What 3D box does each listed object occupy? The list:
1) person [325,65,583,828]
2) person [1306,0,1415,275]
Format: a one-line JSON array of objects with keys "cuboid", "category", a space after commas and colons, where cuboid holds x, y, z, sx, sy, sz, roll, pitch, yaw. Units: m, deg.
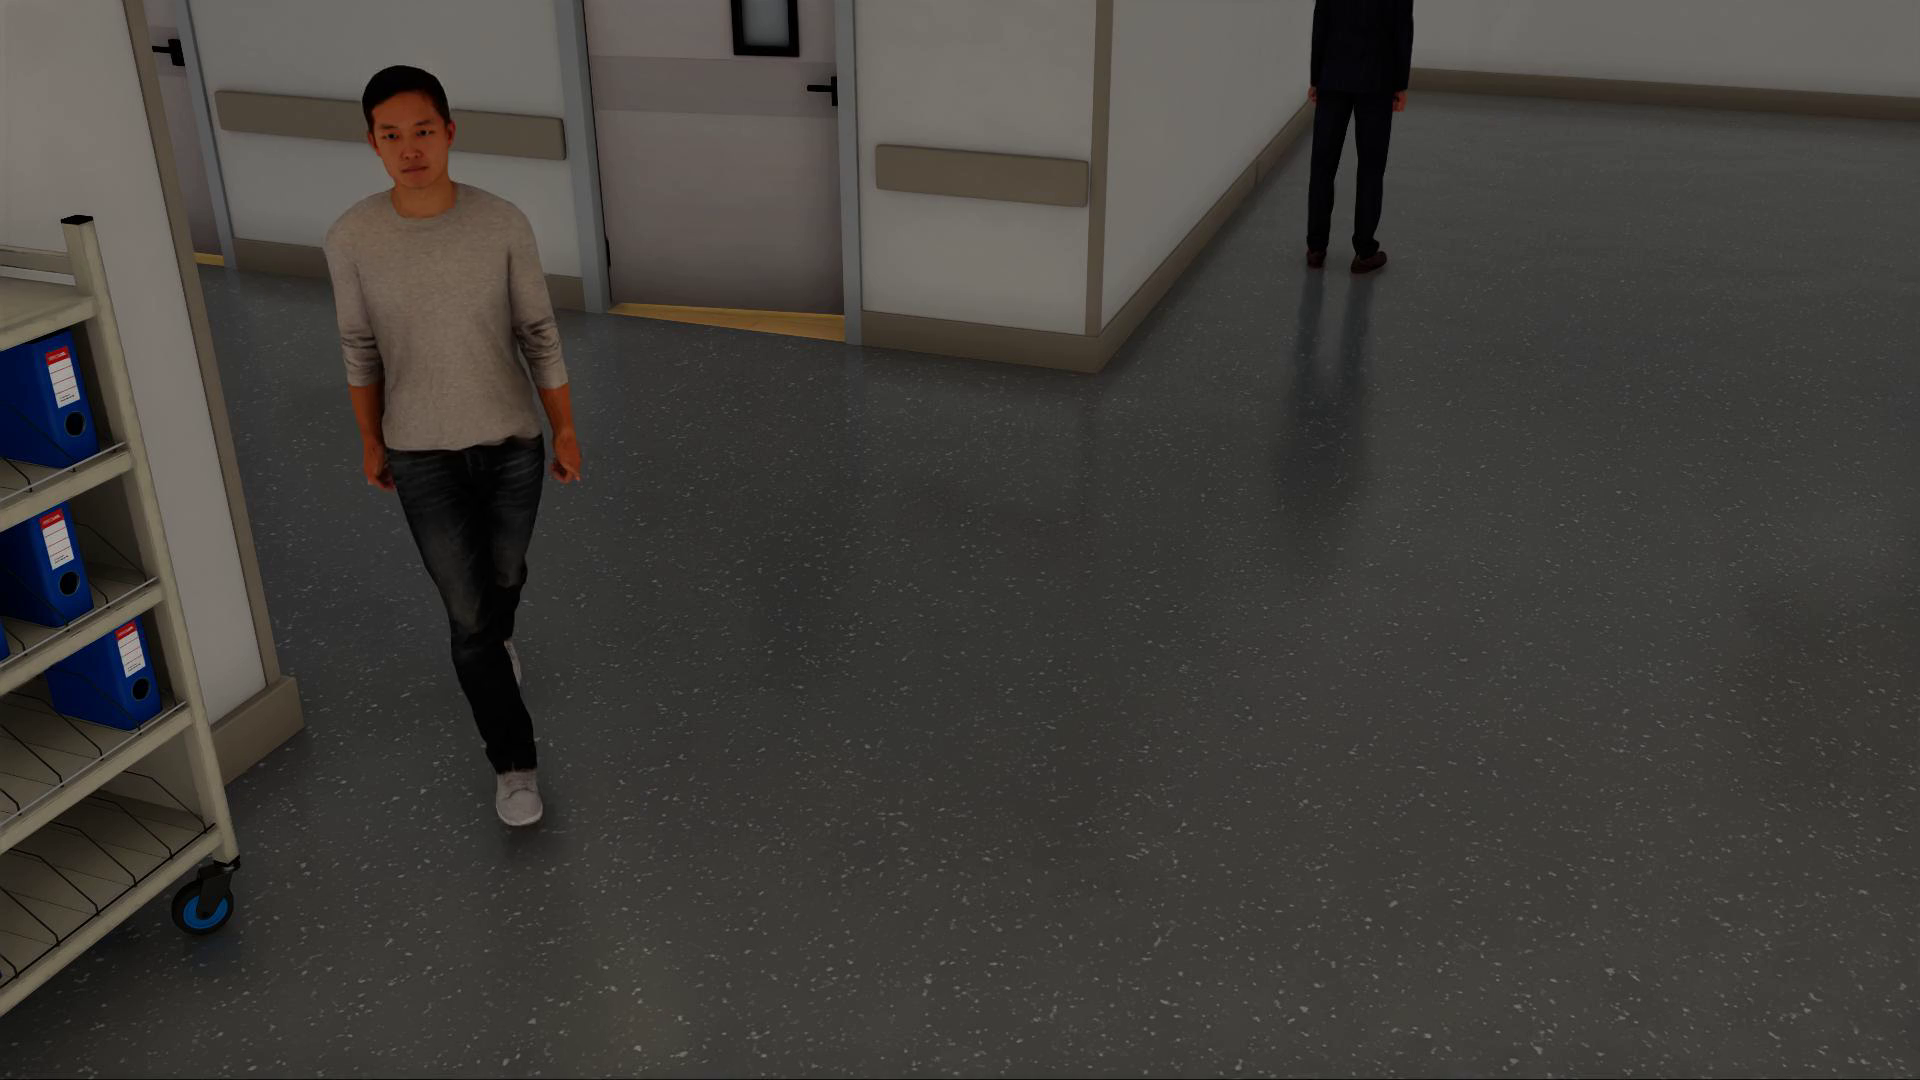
[{"cuboid": [-1.236, -0.266, 4.134, 1.156, 1.776, 1.265, -10, 28, -20], "category": "person"}, {"cuboid": [1.950, -2.267, 8.181, 0.653, 1.865, 0.591, 11, 28, 22], "category": "person"}]
